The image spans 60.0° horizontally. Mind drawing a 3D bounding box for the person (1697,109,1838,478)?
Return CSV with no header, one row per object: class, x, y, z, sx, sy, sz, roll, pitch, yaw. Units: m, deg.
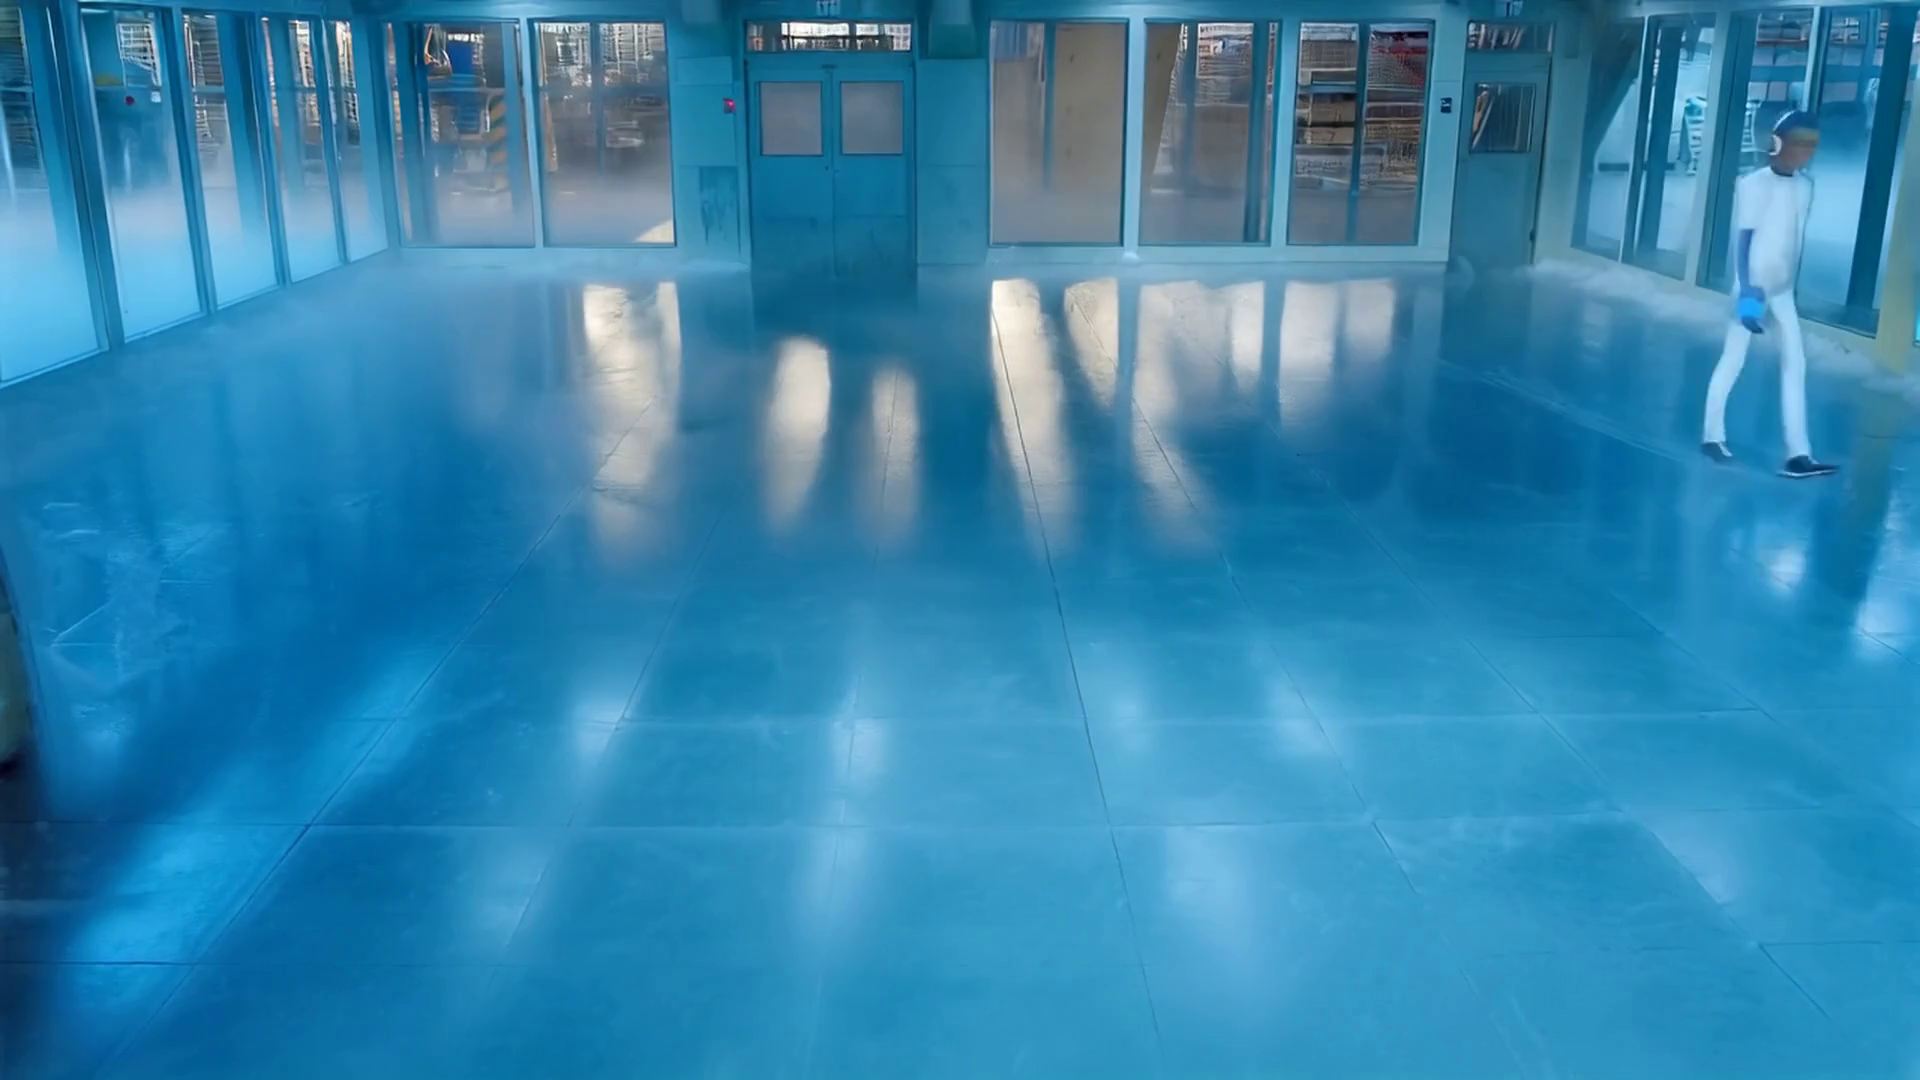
person,4.123,-1.213,8.368,0.521,1.834,0.895,-4,17,-15
